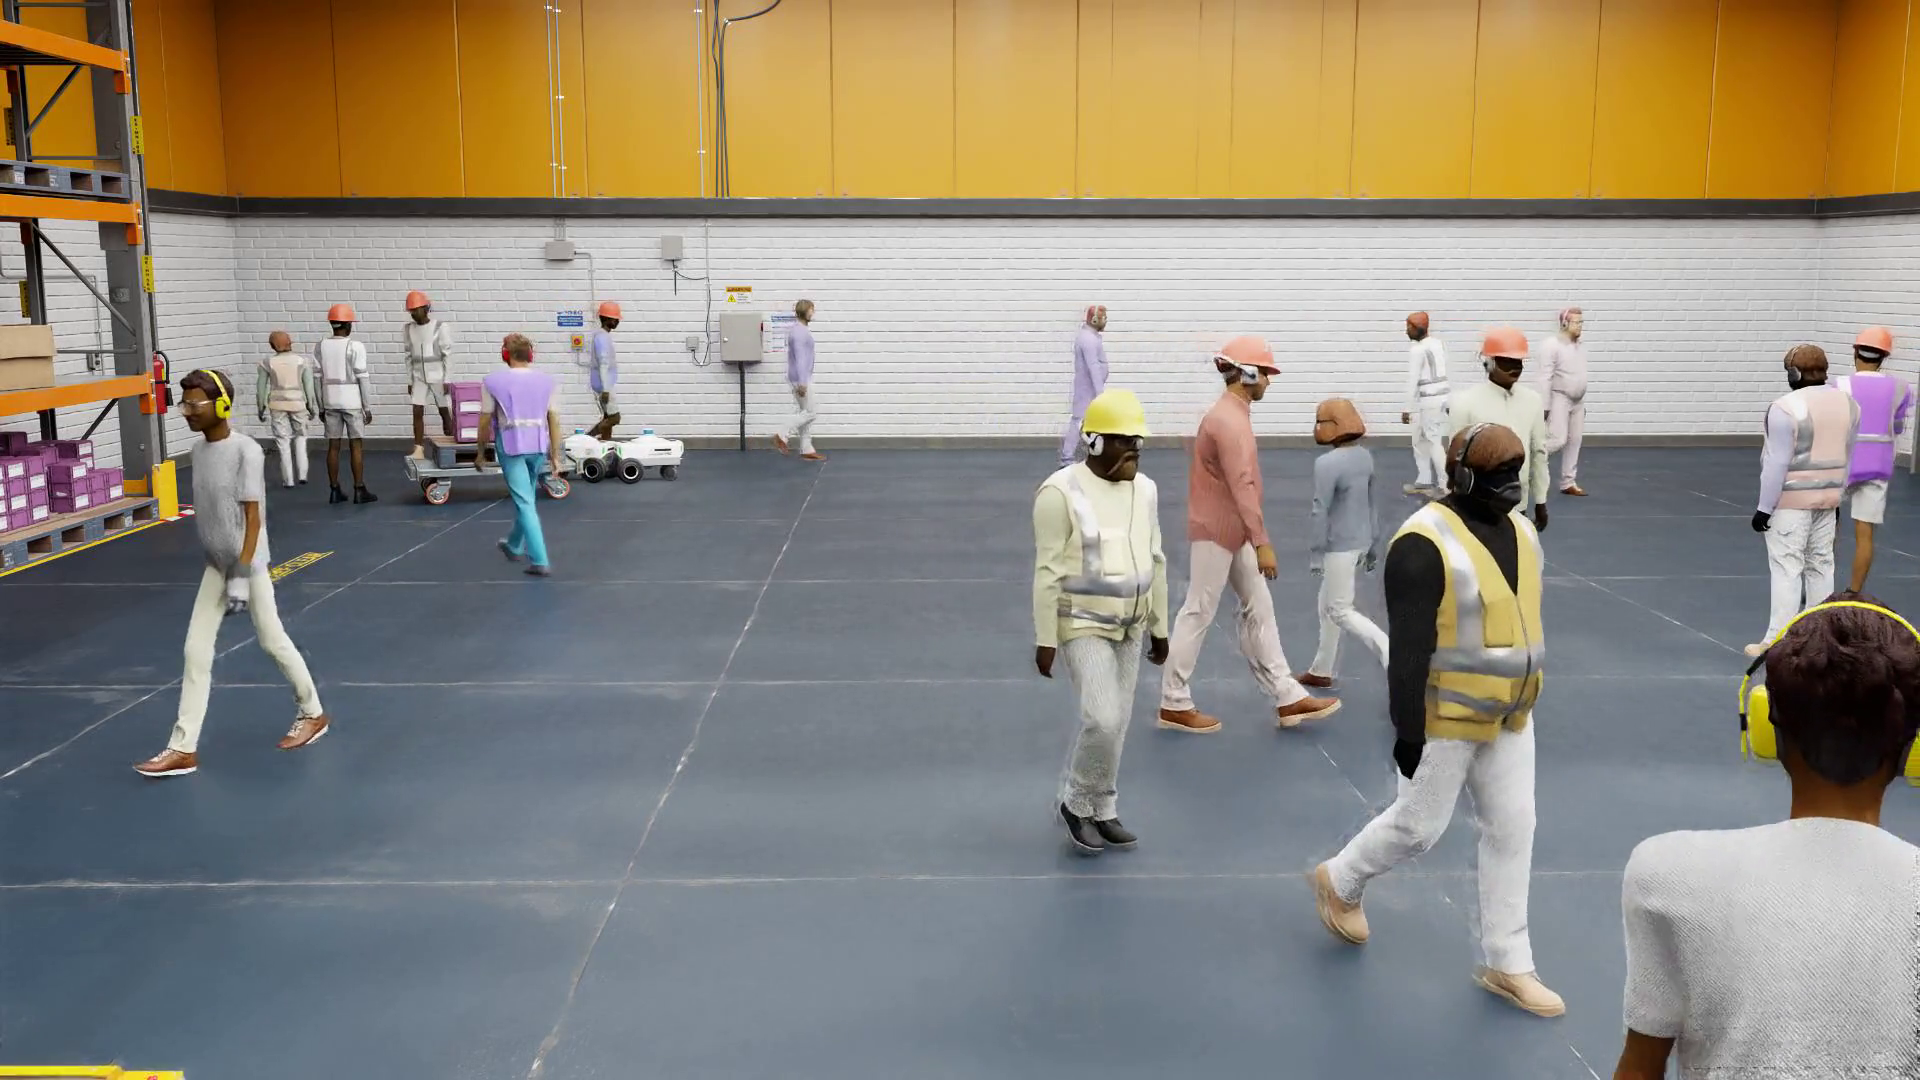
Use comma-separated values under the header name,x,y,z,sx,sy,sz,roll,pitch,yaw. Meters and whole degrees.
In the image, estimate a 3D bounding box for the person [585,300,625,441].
name,x,y,z,sx,sy,sz,roll,pitch,yaw
person,-4.074,-1.761,18.889,0.575,1.913,0.604,-2,9,-13

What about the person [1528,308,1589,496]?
name,x,y,z,sx,sy,sz,roll,pitch,yaw
person,6.005,-1.385,16.690,0.652,1.890,0.611,-7,11,-35

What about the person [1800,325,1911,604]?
name,x,y,z,sx,sy,sz,roll,pitch,yaw
person,5.888,-0.457,10.952,0.558,1.891,0.751,2,9,11

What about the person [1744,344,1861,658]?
name,x,y,z,sx,sy,sz,roll,pitch,yaw
person,4.843,-0.207,9.611,0.621,1.837,0.429,-3,10,-20

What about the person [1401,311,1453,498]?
name,x,y,z,sx,sy,sz,roll,pitch,yaw
person,4.630,-1.331,16.452,0.707,1.843,0.596,7,11,36

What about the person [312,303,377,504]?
name,x,y,z,sx,sy,sz,roll,pitch,yaw
person,-5.951,-1.316,16.099,0.551,1.934,0.373,1,9,8

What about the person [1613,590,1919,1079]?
name,x,y,z,sx,sy,sz,roll,pitch,yaw
person,1.112,0.991,2.238,0.512,1.852,0.413,3,10,19

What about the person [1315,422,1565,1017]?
name,x,y,z,sx,sy,sz,roll,pitch,yaw
person,1.524,0.519,5.255,0.634,1.814,0.852,-6,11,-34

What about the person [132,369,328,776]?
name,x,y,z,sx,sy,sz,roll,pitch,yaw
person,-3.320,0.132,7.589,0.537,1.822,0.971,5,10,27

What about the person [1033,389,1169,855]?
name,x,y,z,sx,sy,sz,roll,pitch,yaw
person,0.567,0.325,6.406,0.617,1.811,0.447,-8,12,-40

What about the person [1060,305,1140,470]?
name,x,y,z,sx,sy,sz,roll,pitch,yaw
person,1.563,-1.670,18.502,0.966,1.856,0.659,0,9,3

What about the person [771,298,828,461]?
name,x,y,z,sx,sy,sz,roll,pitch,yaw
person,-1.880,-1.864,19.492,0.561,1.926,0.648,-1,9,-7

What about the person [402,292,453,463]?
name,x,y,z,sx,sy,sz,roll,pitch,yaw
person,-6.205,-1.886,19.444,0.618,2.007,0.694,1,9,9

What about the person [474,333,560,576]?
name,x,y,z,sx,sy,sz,roll,pitch,yaw
person,-3.324,-0.651,12.507,0.569,1.783,1.017,-8,12,-41

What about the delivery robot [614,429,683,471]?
name,x,y,z,sx,sy,sz,roll,pitch,yaw
delivery robot,-3.322,-0.946,17.771,0.707,0.478,0.477,-3,10,-19

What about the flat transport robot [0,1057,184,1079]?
name,x,y,z,sx,sy,sz,roll,pitch,yaw
flat transport robot,-2.411,1.526,3.765,0.652,0.197,1.431,0,9,0

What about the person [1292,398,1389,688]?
name,x,y,z,sx,sy,sz,roll,pitch,yaw
person,2.079,0.056,8.736,0.737,1.603,0.506,8,12,41

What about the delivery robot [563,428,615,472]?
name,x,y,z,sx,sy,sz,roll,pitch,yaw
delivery robot,-4.067,-0.952,17.806,0.707,0.478,0.477,2,9,11

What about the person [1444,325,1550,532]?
name,x,y,z,sx,sy,sz,roll,pitch,yaw
person,3.028,-0.251,9.507,0.622,1.964,0.923,-3,10,-20

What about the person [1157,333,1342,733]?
name,x,y,z,sx,sy,sz,roll,pitch,yaw
person,1.419,-0.008,8.039,0.984,1.940,0.645,2,10,15

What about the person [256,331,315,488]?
name,x,y,z,sx,sy,sz,roll,pitch,yaw
person,-7.001,-1.353,17.236,0.548,1.623,0.478,-6,11,-31
